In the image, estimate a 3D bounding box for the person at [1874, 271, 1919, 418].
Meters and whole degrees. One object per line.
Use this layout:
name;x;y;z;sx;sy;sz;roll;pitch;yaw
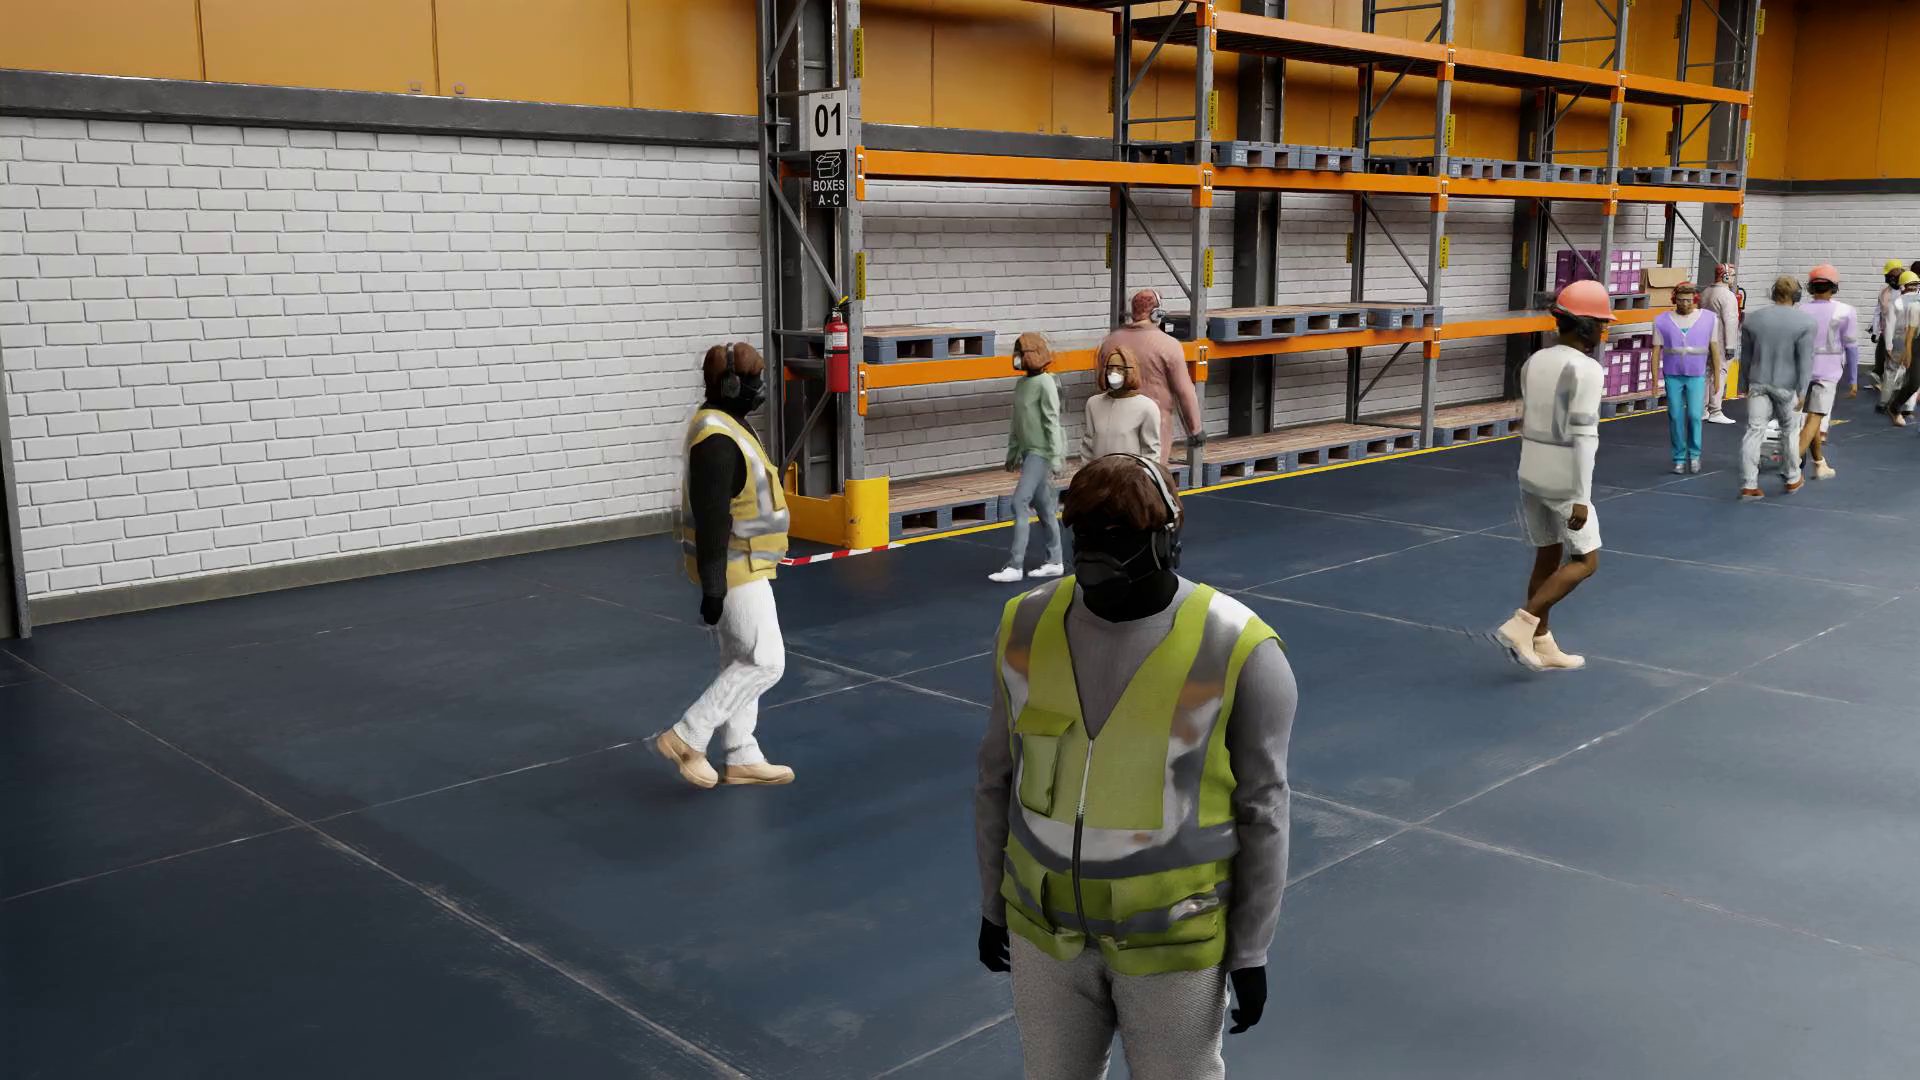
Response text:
person;11.735;-2.434;20.684;0.584;1.791;0.829;2;11;10

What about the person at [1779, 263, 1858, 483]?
person;7.704;-1.490;15.013;1.040;1.998;0.621;-8;13;-38

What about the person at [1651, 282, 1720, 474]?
person;6.782;-1.508;15.585;0.608;1.807;0.488;5;12;27

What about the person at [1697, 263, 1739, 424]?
person;9.099;-2.351;19.930;0.408;1.906;0.652;-1;10;-6

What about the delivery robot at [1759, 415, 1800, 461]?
delivery robot;7.791;-0.969;15.828;0.477;0.478;0.707;5;12;27

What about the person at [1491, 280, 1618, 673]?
person;3.008;-0.296;8.421;0.530;2.025;0.609;-3;11;-14

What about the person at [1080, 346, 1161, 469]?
person;0.880;-0.264;9.288;0.500;1.636;0.280;8;13;37

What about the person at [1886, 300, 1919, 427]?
person;11.079;-2.150;19.131;0.520;1.813;0.872;-1;10;-4

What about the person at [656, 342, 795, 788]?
person;-0.917;0.122;6.664;0.476;1.827;0.629;-1;10;-7

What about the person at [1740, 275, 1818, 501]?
person;6.999;-1.304;14.248;0.639;1.892;0.978;10;14;42

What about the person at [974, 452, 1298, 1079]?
person;0.304;0.746;3.220;0.634;1.842;0.429;5;12;27

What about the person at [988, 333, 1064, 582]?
person;0.394;-0.530;10.786;0.700;1.607;0.532;-4;11;-19

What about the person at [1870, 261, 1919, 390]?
person;13.545;-3.068;23.934;0.504;1.879;0.631;0;10;-1

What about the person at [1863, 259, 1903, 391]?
person;13.416;-3.108;24.072;0.485;1.899;0.593;3;11;15

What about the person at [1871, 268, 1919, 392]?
person;13.193;-2.929;23.431;0.976;1.781;0.649;-7;12;-32

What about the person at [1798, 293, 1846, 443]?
person;9.372;-1.982;18.152;0.588;1.831;1.013;3;11;13

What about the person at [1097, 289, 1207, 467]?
person;1.327;-0.749;11.263;0.746;1.880;0.660;-10;14;-43
